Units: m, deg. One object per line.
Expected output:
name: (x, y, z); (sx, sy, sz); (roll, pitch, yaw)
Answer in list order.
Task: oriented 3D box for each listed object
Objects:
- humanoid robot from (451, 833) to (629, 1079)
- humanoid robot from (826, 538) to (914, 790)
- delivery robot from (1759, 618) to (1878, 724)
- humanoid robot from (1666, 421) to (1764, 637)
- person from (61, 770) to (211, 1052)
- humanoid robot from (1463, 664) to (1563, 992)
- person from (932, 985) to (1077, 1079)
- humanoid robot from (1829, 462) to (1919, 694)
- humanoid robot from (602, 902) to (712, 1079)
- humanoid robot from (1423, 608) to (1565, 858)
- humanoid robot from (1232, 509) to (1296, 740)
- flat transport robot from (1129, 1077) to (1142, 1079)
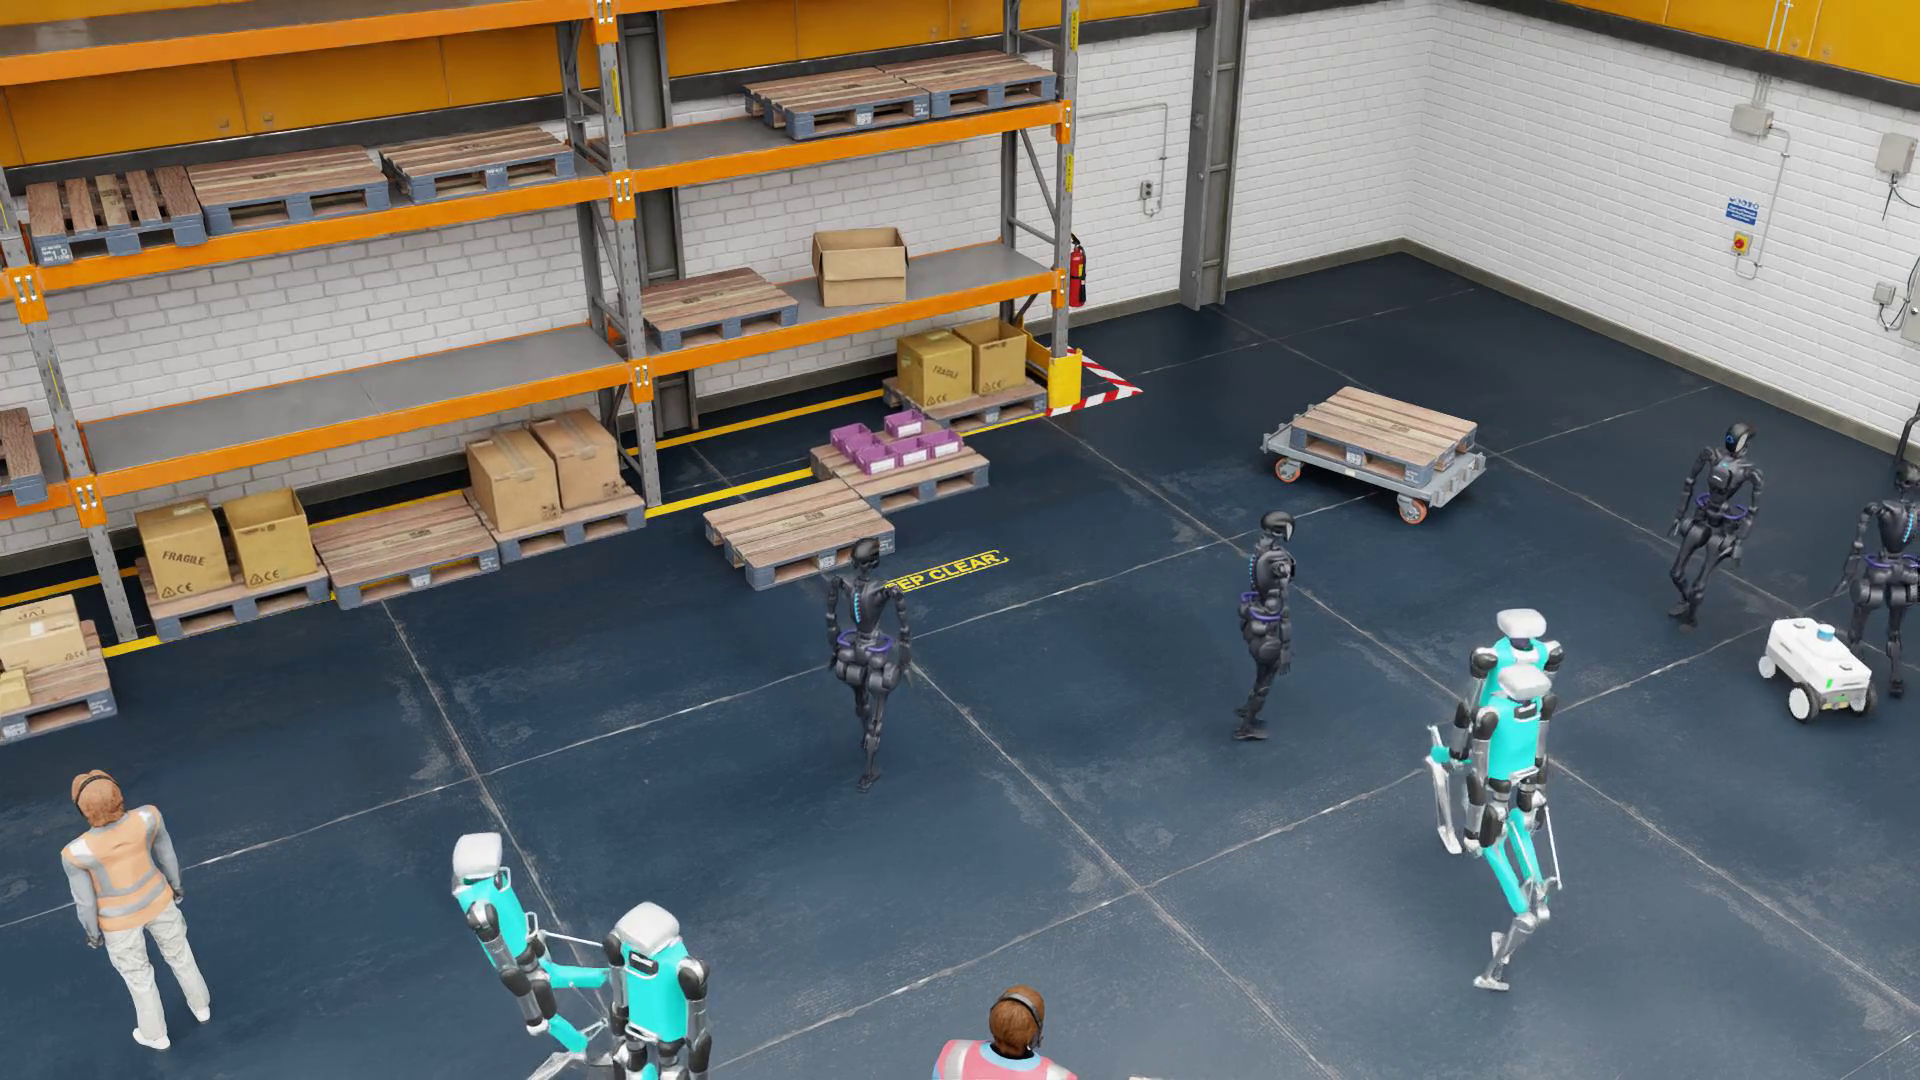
humanoid robot: (-1.878, 2.055, 7.874); (1.055, 1.721, 0.540); (-8, 30, -14)
humanoid robot: (-0.543, 0.710, 10.308); (0.590, 1.632, 0.710); (11, 31, 19)
delivery robot: (5.758, 0.841, 11.183); (0.499, 0.583, 0.767); (-4, 30, -8)
humanoid robot: (5.299, -0.097, 11.733); (0.392, 1.640, 0.584); (-20, 35, -32)
person: (-4.116, 1.850, 8.304); (0.308, 1.638, 0.522); (21, 35, 32)
humanoid robot: (2.975, 1.570, 8.705); (0.580, 1.787, 0.800); (-15, 33, -25)
person: (0.204, 2.565, 6.851); (0.630, 1.837, 0.431); (9, 31, 16)
humanoid robot: (6.167, 0.269, 11.082); (0.610, 1.639, 0.409); (0, 29, 0)
humanoid robot: (-1.410, 2.430, 7.208); (0.552, 1.729, 1.050); (16, 33, 27)
humanoid robot: (2.985, 1.102, 9.585); (0.547, 1.835, 0.713); (-5, 30, -10)
humanoid robot: (1.948, 0.543, 10.577); (0.358, 1.642, 0.601); (-5, 30, -9)
flat transport robot: (1.118, 3.273, 7.181); (0.659, 0.231, 1.431); (11, 31, 19)
